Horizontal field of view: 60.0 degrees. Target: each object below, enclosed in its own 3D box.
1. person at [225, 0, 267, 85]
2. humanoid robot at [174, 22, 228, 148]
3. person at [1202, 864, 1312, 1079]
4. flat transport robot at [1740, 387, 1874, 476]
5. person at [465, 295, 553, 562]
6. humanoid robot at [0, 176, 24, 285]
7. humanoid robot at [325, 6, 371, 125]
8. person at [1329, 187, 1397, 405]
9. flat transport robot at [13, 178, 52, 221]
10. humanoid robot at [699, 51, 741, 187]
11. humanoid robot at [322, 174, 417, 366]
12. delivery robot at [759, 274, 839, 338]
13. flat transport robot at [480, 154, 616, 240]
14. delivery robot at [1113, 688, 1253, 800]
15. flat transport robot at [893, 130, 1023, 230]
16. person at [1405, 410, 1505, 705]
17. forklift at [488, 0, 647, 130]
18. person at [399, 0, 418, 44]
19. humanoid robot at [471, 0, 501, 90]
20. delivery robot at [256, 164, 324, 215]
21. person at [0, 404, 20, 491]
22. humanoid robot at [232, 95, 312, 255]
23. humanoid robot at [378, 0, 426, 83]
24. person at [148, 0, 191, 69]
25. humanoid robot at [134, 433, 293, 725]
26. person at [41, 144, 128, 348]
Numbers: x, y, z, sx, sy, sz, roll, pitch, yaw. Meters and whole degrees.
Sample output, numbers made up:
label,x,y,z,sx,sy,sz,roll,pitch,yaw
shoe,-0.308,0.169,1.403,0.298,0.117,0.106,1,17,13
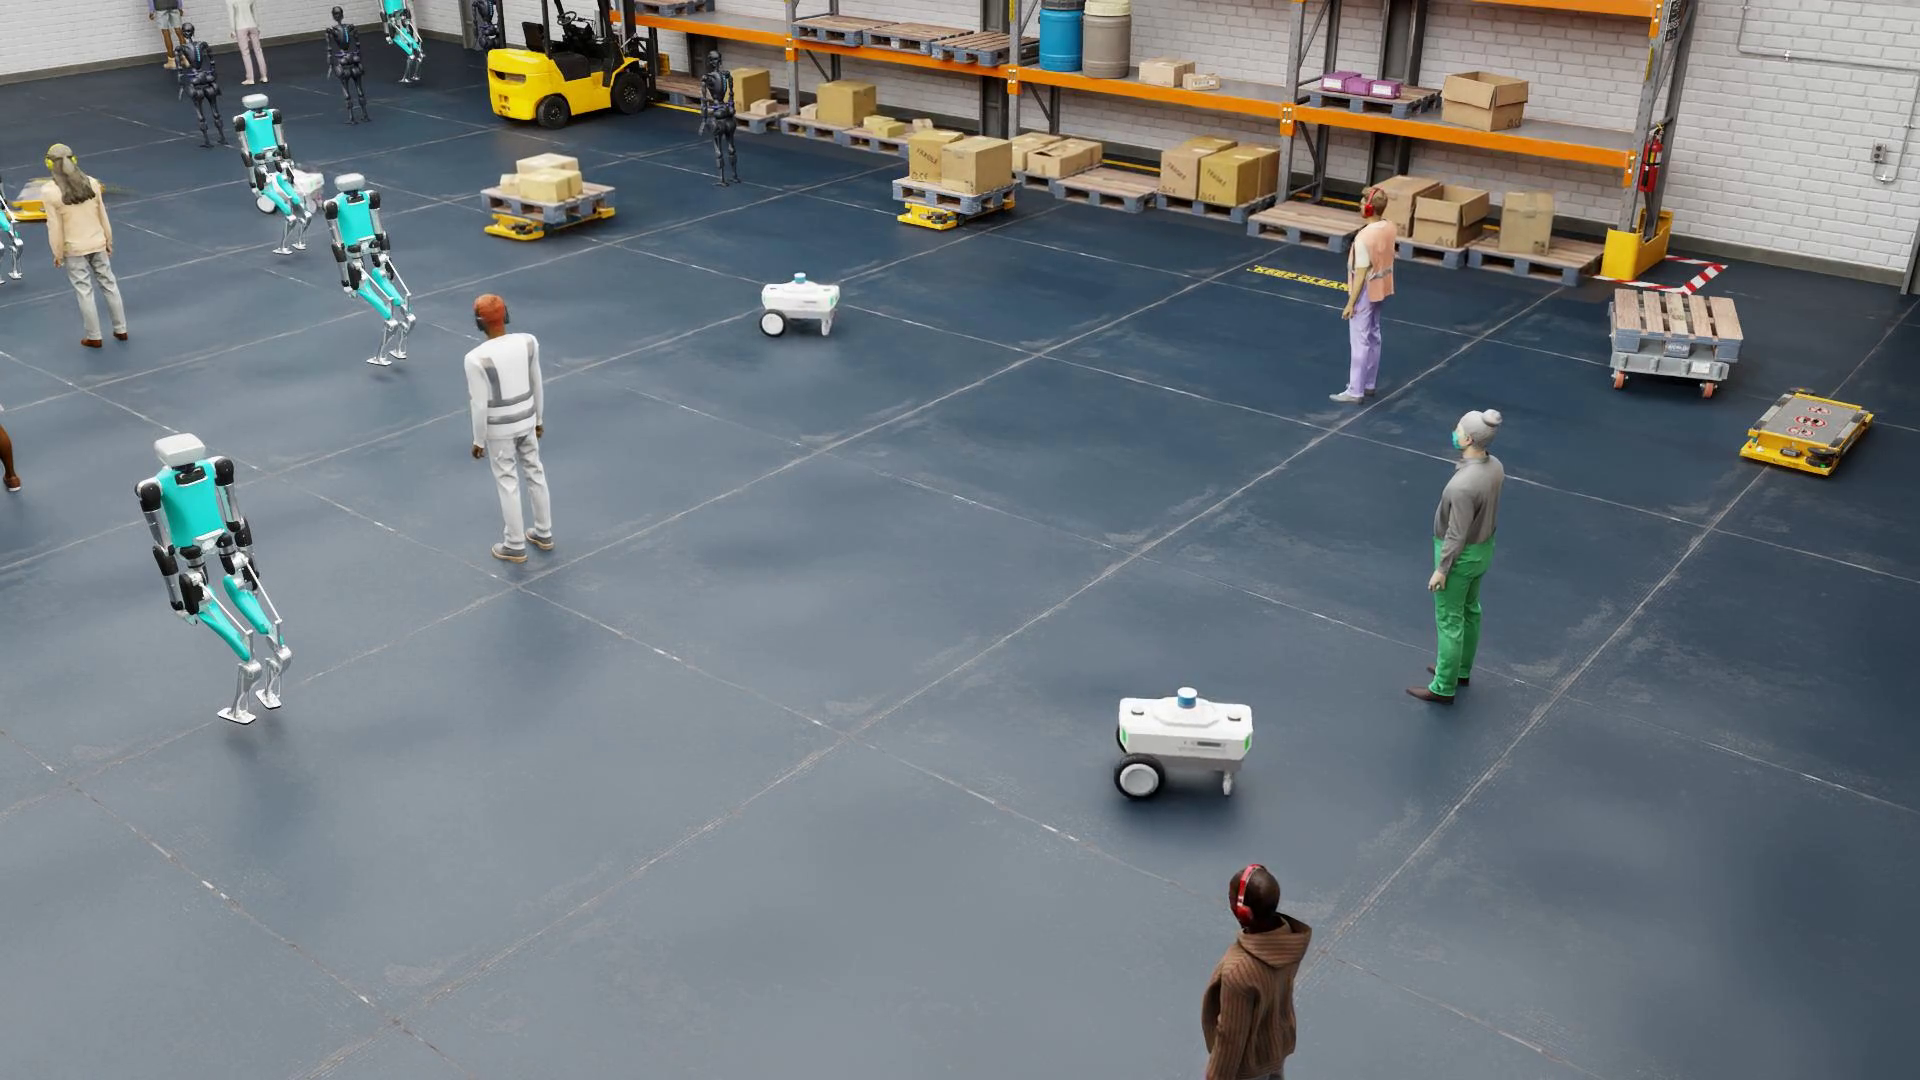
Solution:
label,x,y,z,sx,sy,sz,roll,pitch,yaw
person,-11.646,-8.321,27.091,0.322,1.760,0.522,19,32,34
humanoid robot,-10.489,-6.277,22.933,0.315,1.657,0.599,19,32,34
person,1.060,1.885,6.078,0.334,1.647,0.457,19,32,34
flat transport robot,6.841,-0.882,13.396,0.659,0.231,1.431,19,32,34
person,-3.062,-0.759,11.283,0.356,1.887,0.571,19,32,34
humanoid robot,-9.815,-3.399,16.773,0.735,1.672,0.533,19,32,34
humanoid robot,-8.979,-6.947,24.327,0.315,1.653,0.599,19,32,34
person,3.426,-2.042,13.985,0.391,1.846,0.562,19,32,34
flat transport robot,-10.996,-4.138,20.140,0.659,0.231,1.431,-9,27,-17
humanoid robot,-3.029,-5.313,20.942,0.315,1.653,0.599,19,32,34
humanoid robot,-5.094,-2.335,14.570,0.735,1.672,0.533,19,32,34
delivery robot,-1.531,-2.250,15.892,0.746,0.587,0.515,3,26,6
flat transport robot,-4.764,-3.763,19.364,0.659,0.231,1.431,16,30,30
delivery robot,1.199,1.073,9.010,0.746,0.587,0.515,3,26,6
flat transport robot,-0.027,-3.956,19.764,0.659,0.231,1.431,19,32,34
person,2.883,0.084,9.594,0.341,1.839,0.510,19,32,34
forklift,-5.874,-7.334,24.552,1.214,2.155,2.313,19,32,34
person,-10.295,-10.003,30.708,0.307,1.640,0.512,19,32,34
humanoid robot,-7.558,-8.090,26.693,0.315,1.653,0.599,19,32,34
delivery robot,-8.026,-4.216,19.963,0.746,0.587,0.515,3,26,6
person,-7.316,-1.176,12.191,0.397,1.849,0.492,19,32,34
humanoid robot,-7.258,-3.875,17.759,0.735,1.672,0.533,19,32,34
humanoid robot,-8.909,-8.194,26.698,0.735,1.677,0.533,19,32,34
person,-13.550,-9.078,28.346,0.384,2.034,0.603,19,32,34
humanoid robot,-4.026,0.265,9.179,0.735,1.677,0.533,19,32,34
person,-8.067,-2.698,15.314,0.409,1.877,0.552,19,32,34
